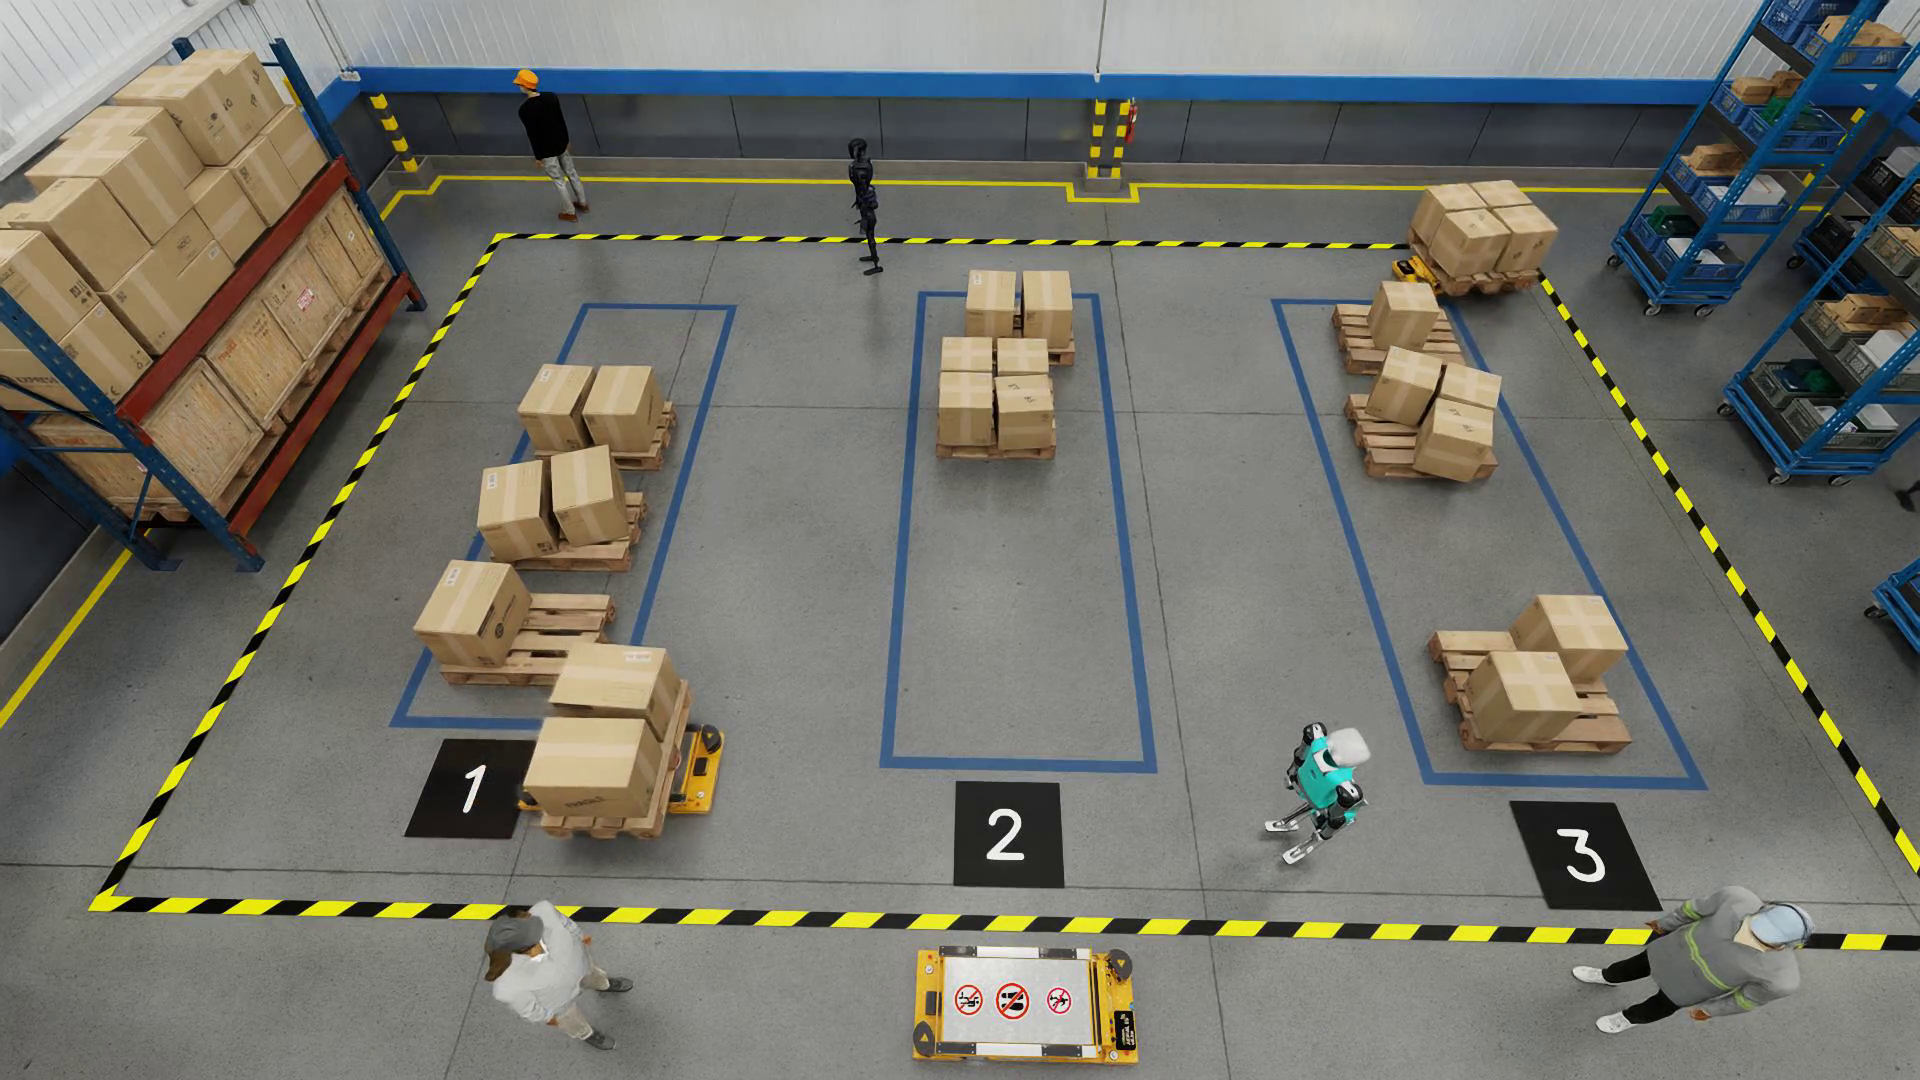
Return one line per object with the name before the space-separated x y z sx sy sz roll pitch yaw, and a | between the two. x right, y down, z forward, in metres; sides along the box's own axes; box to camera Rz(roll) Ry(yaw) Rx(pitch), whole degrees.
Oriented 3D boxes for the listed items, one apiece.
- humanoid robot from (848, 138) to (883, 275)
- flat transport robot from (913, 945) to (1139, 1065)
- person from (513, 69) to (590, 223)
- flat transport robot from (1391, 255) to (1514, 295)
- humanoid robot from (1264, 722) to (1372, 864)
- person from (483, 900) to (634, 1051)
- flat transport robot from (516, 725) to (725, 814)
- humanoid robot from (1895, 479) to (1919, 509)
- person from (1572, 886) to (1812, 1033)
humanoid robot | -1.121 -3.909 10.754 0.315 1.657 0.599 -8 51 -7
flat transport robot | 0.422 3.041 6.007 1.431 0.231 0.659 1 51 1
person | -5.100 -4.900 11.438 0.365 1.883 0.590 22 54 17
flat transport robot | 6.085 -3.273 11.136 1.431 0.197 0.652 -6 51 -5
humanoid robot | 2.504 1.676 6.088 0.735 1.673 0.533 -12 52 -10
person | -2.387 2.573 5.419 0.396 1.769 0.565 6 51 5
flat transport robot | -2.592 1.743 7.047 1.431 0.197 0.652 1 51 1
humanoid robot | 9.226 -0.823 8.253 0.613 1.635 0.497 13 52 10
person | 4.312 2.507 5.420 0.382 1.851 0.596 -2 51 -2
